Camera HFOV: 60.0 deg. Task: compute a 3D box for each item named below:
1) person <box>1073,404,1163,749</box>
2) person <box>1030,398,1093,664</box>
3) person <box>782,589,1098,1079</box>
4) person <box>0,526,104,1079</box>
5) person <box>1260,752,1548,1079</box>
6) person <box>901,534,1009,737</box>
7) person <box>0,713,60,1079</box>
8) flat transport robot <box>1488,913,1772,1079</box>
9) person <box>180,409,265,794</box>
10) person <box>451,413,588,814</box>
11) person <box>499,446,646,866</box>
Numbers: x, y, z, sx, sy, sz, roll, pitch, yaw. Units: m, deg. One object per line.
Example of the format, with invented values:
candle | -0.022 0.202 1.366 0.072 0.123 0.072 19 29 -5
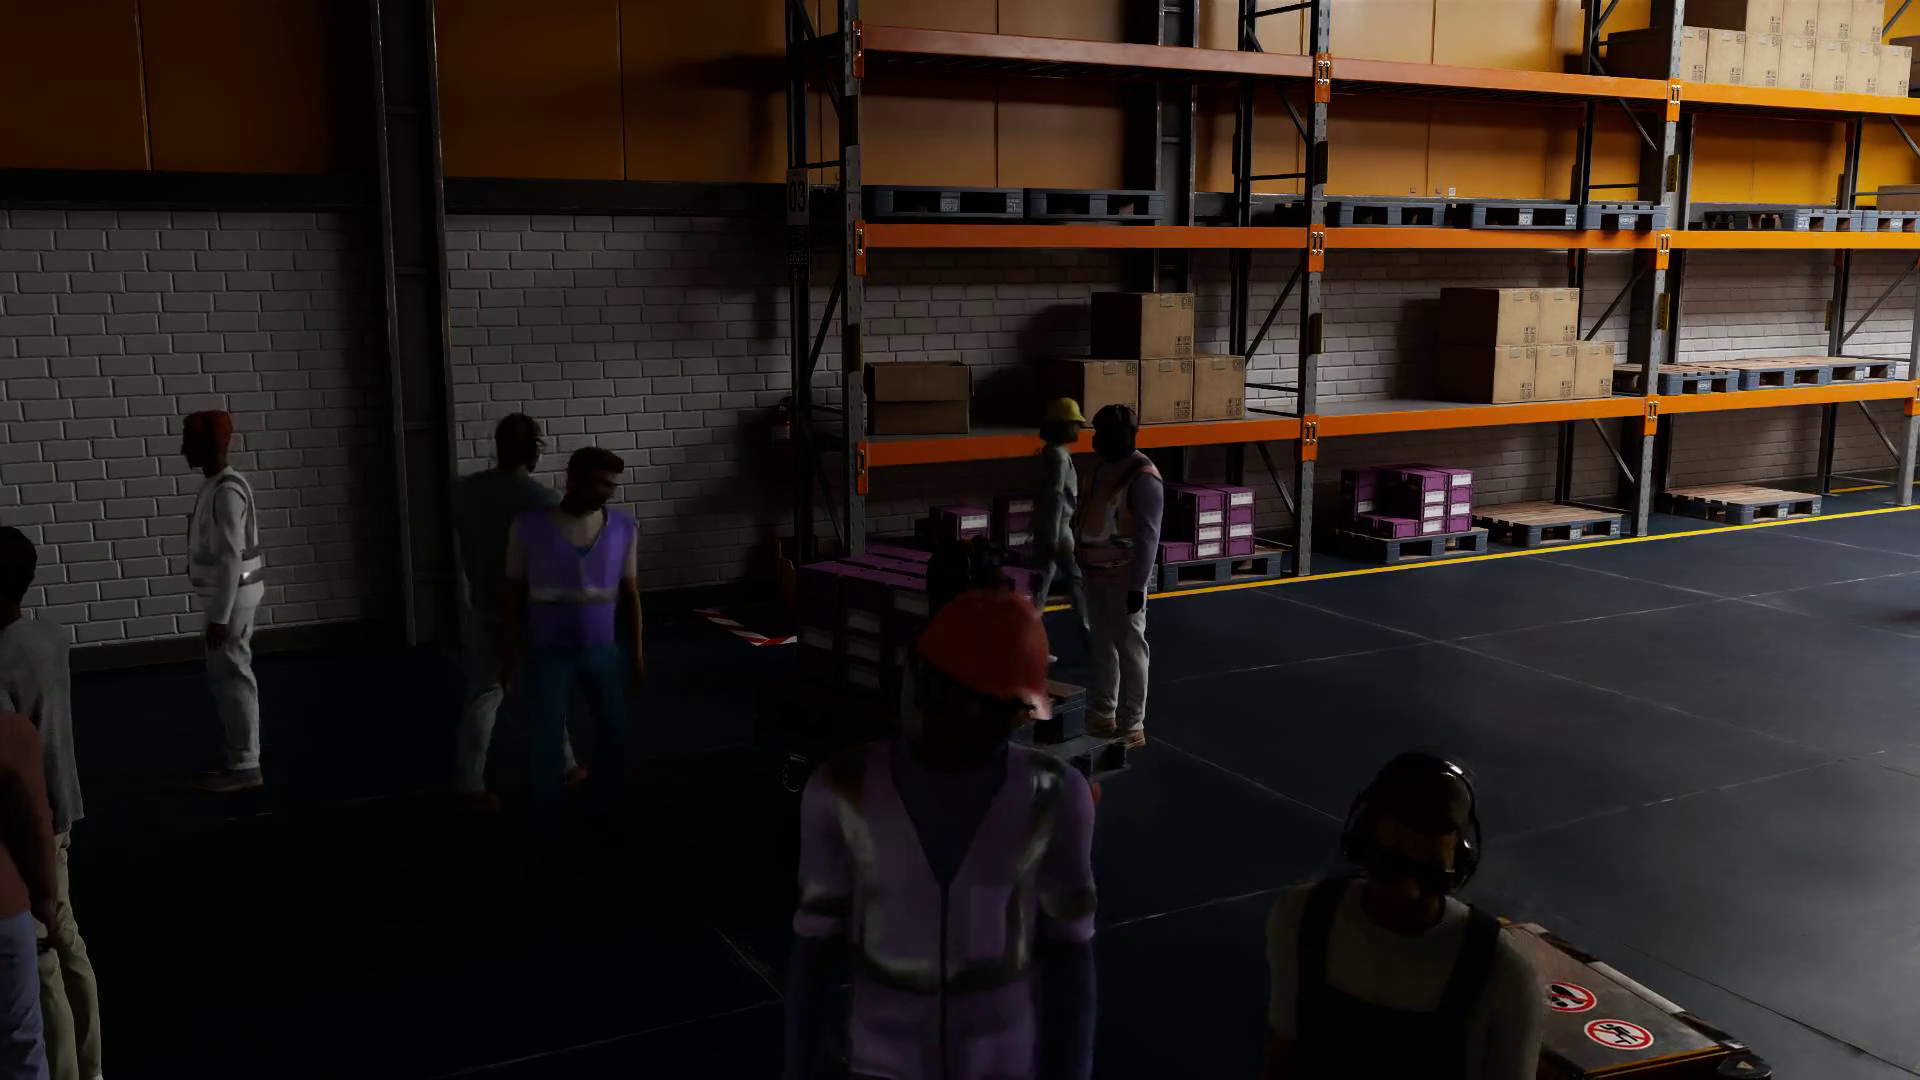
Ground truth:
person | 0.819 0.195 8.895 0.429 1.844 0.626 -5 11 -25
person | 0.724 -0.049 10.626 0.796 1.710 0.513 -1 10 -7
person | -0.055 1.063 3.504 0.684 1.990 0.842 0 10 0
person | -2.779 0.876 4.910 0.328 1.867 0.514 -2 10 -9
person | 0.756 1.233 2.971 0.515 1.822 0.470 7 12 33
person | -0.007 0.910 4.715 0.309 1.863 0.535 -4 11 -22
person | -2.678 1.015 4.413 0.523 1.761 0.328 -6 12 -32
flat transport robot | 1.917 1.567 5.514 0.652 0.197 1.431 -3 10 -19
person | -3.624 0.300 8.178 0.374 1.885 0.595 -6 11 -30
person | -2.124 0.360 7.905 0.638 1.915 0.933 3 10 18
person | -1.719 0.493 7.301 0.645 1.817 0.395 -6 11 -31
